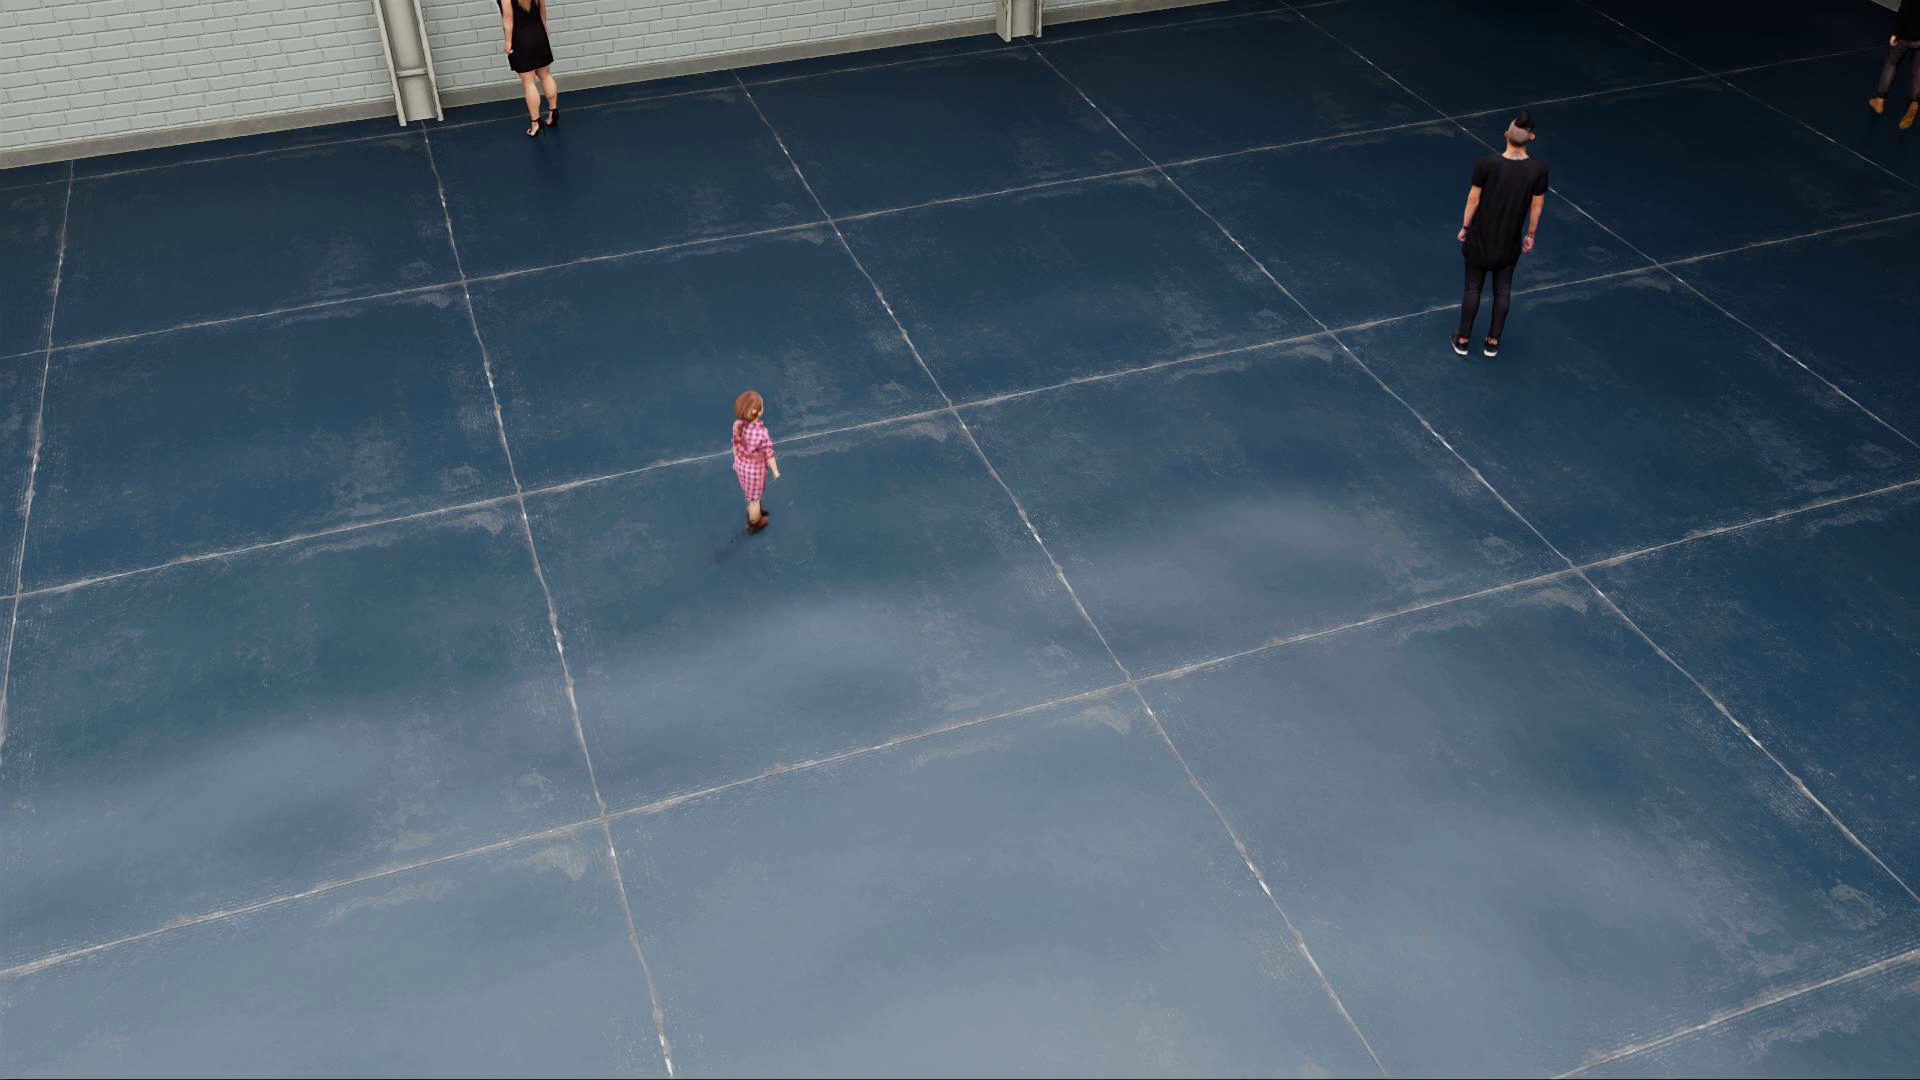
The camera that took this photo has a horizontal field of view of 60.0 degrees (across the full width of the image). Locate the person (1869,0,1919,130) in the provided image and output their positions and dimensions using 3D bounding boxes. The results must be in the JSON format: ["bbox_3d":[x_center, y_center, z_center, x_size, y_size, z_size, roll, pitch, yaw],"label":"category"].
[{"bbox_3d":[8.611,-4.541,14.885,1.070,1.702,1.023,6,38,7],"label":"person"}]

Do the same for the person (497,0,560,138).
[{"bbox_3d":[-3.813,-4.419,14.714,0.812,1.720,0.725,23,43,26],"label":"person"}]

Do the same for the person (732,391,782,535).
[{"bbox_3d":[-1.302,-0.449,10.212,0.532,1.015,0.586,22,43,26],"label":"person"}]

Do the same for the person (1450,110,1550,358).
[{"bbox_3d":[3.785,-2.163,11.714,0.703,1.865,0.838,5,38,6],"label":"person"}]
